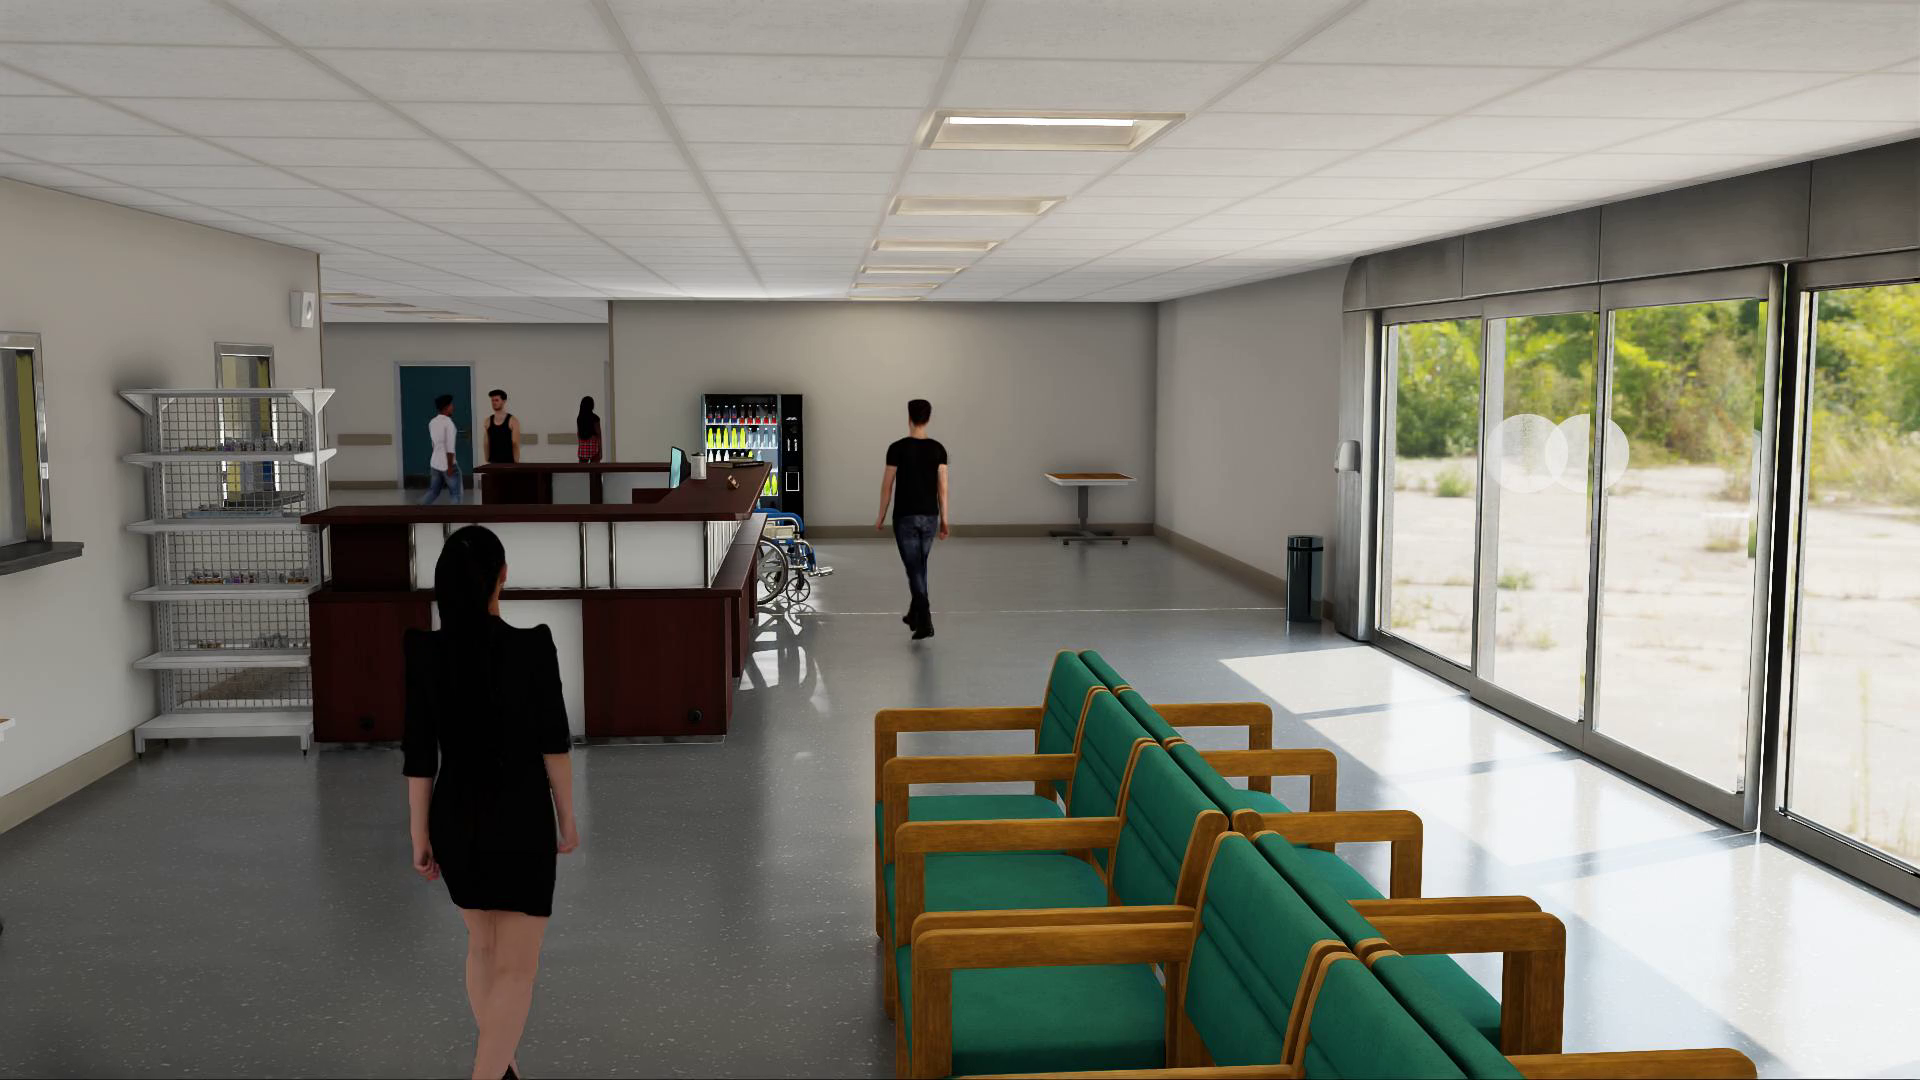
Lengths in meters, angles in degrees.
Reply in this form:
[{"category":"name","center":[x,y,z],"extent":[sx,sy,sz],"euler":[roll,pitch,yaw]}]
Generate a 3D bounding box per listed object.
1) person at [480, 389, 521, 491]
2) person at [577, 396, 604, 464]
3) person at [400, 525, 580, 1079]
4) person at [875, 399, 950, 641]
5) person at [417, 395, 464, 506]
[{"category":"person","center":[-5.673,-0.931,20.766],"extent":[0.706,1.878,0.832],"euler":[1,6,9]},{"category":"person","center":[-5.888,-1.425,26.427],"extent":[0.680,1.729,0.771],"euler":[2,6,23]},{"category":"person","center":[-1.240,0.825,4.371],"extent":[0.985,1.666,0.757],"euler":[0,6,5]},{"category":"person","center":[-0.322,-0.121,12.838],"extent":[1.248,1.854,0.992],"euler":[-2,6,-22]},{"category":"person","center":[-6.899,-1.010,21.975],"extent":[1.135,1.793,1.131],"euler":[4,7,33]}]
